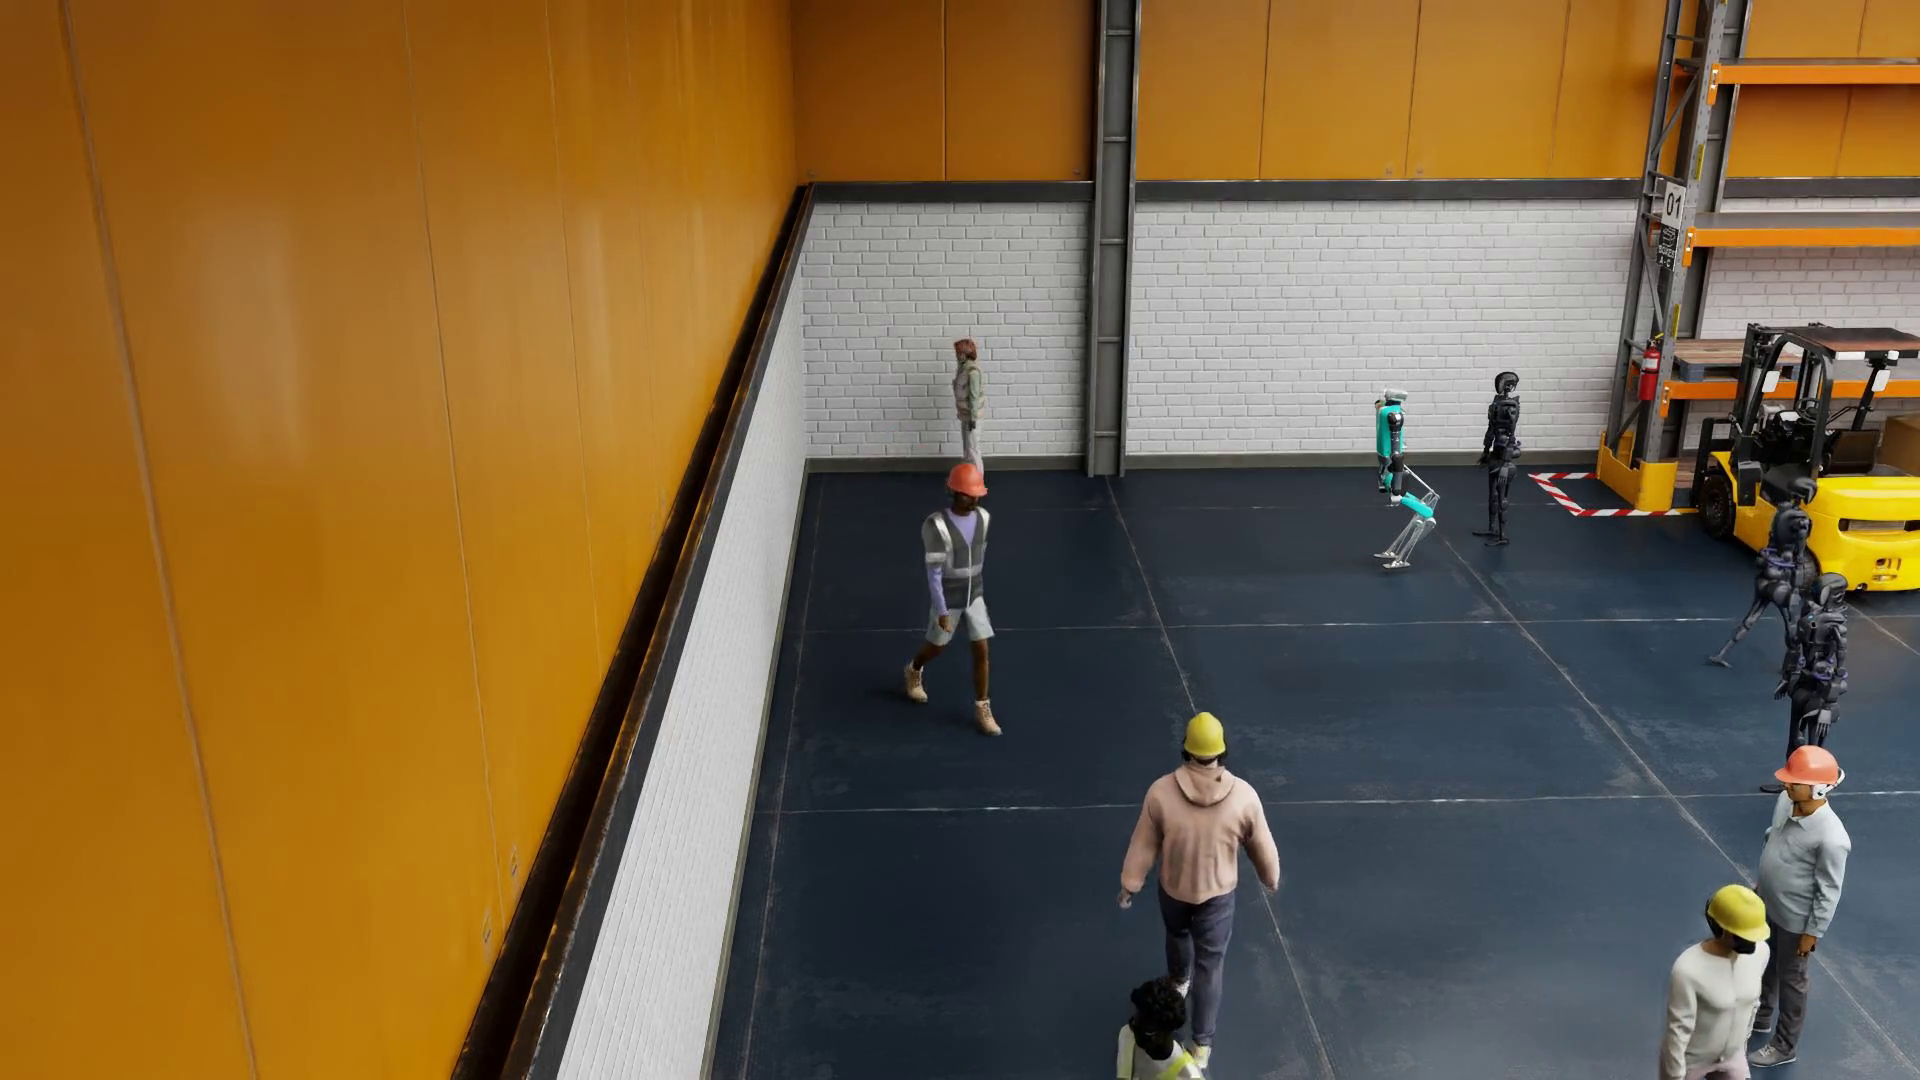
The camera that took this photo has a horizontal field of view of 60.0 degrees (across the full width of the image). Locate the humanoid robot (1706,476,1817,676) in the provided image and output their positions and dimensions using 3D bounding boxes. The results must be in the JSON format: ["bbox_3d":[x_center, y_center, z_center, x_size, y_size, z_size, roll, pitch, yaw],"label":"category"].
[{"bbox_3d":[6.304,0.278,12.858,0.786,1.639,0.609,1,20,4],"label":"humanoid robot"}]

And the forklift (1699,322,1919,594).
[{"bbox_3d":[7.809,-0.792,14.926,1.214,2.155,2.313,-1,20,-2],"label":"forklift"}]

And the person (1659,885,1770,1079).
[{"bbox_3d":[3.293,2.292,7.204,0.540,1.735,0.718,-6,21,-16],"label":"person"}]

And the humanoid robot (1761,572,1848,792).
[{"bbox_3d":[5.553,0.986,10.829,0.315,1.655,0.599,-1,20,-2],"label":"humanoid robot"}]

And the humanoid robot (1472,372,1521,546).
[{"bbox_3d":[5.062,-0.772,15.592,0.315,1.655,0.599,-1,20,-2],"label":"humanoid robot"}]

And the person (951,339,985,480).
[{"bbox_3d":[0.079,-1.285,17.093,0.324,1.619,0.599,-5,21,-12],"label":"person"}]

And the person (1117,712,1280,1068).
[{"bbox_3d":[1.233,1.749,8.568,0.822,1.822,0.946,3,20,8],"label":"person"}]

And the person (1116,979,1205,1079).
[{"bbox_3d":[0.862,2.489,6.793,0.782,1.670,0.528,-14,24,-32],"label":"person"}]

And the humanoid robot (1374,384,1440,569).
[{"bbox_3d":[4.004,-0.566,14.772,0.735,1.677,0.533,-1,20,-2],"label":"humanoid robot"}]

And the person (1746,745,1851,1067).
[{"bbox_3d":[4.187,1.837,8.427,0.330,1.749,0.571,-1,20,-3],"label":"person"}]

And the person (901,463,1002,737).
[{"bbox_3d":[-0.053,0.368,12.057,0.600,2.009,0.981,-13,24,-31],"label":"person"}]
